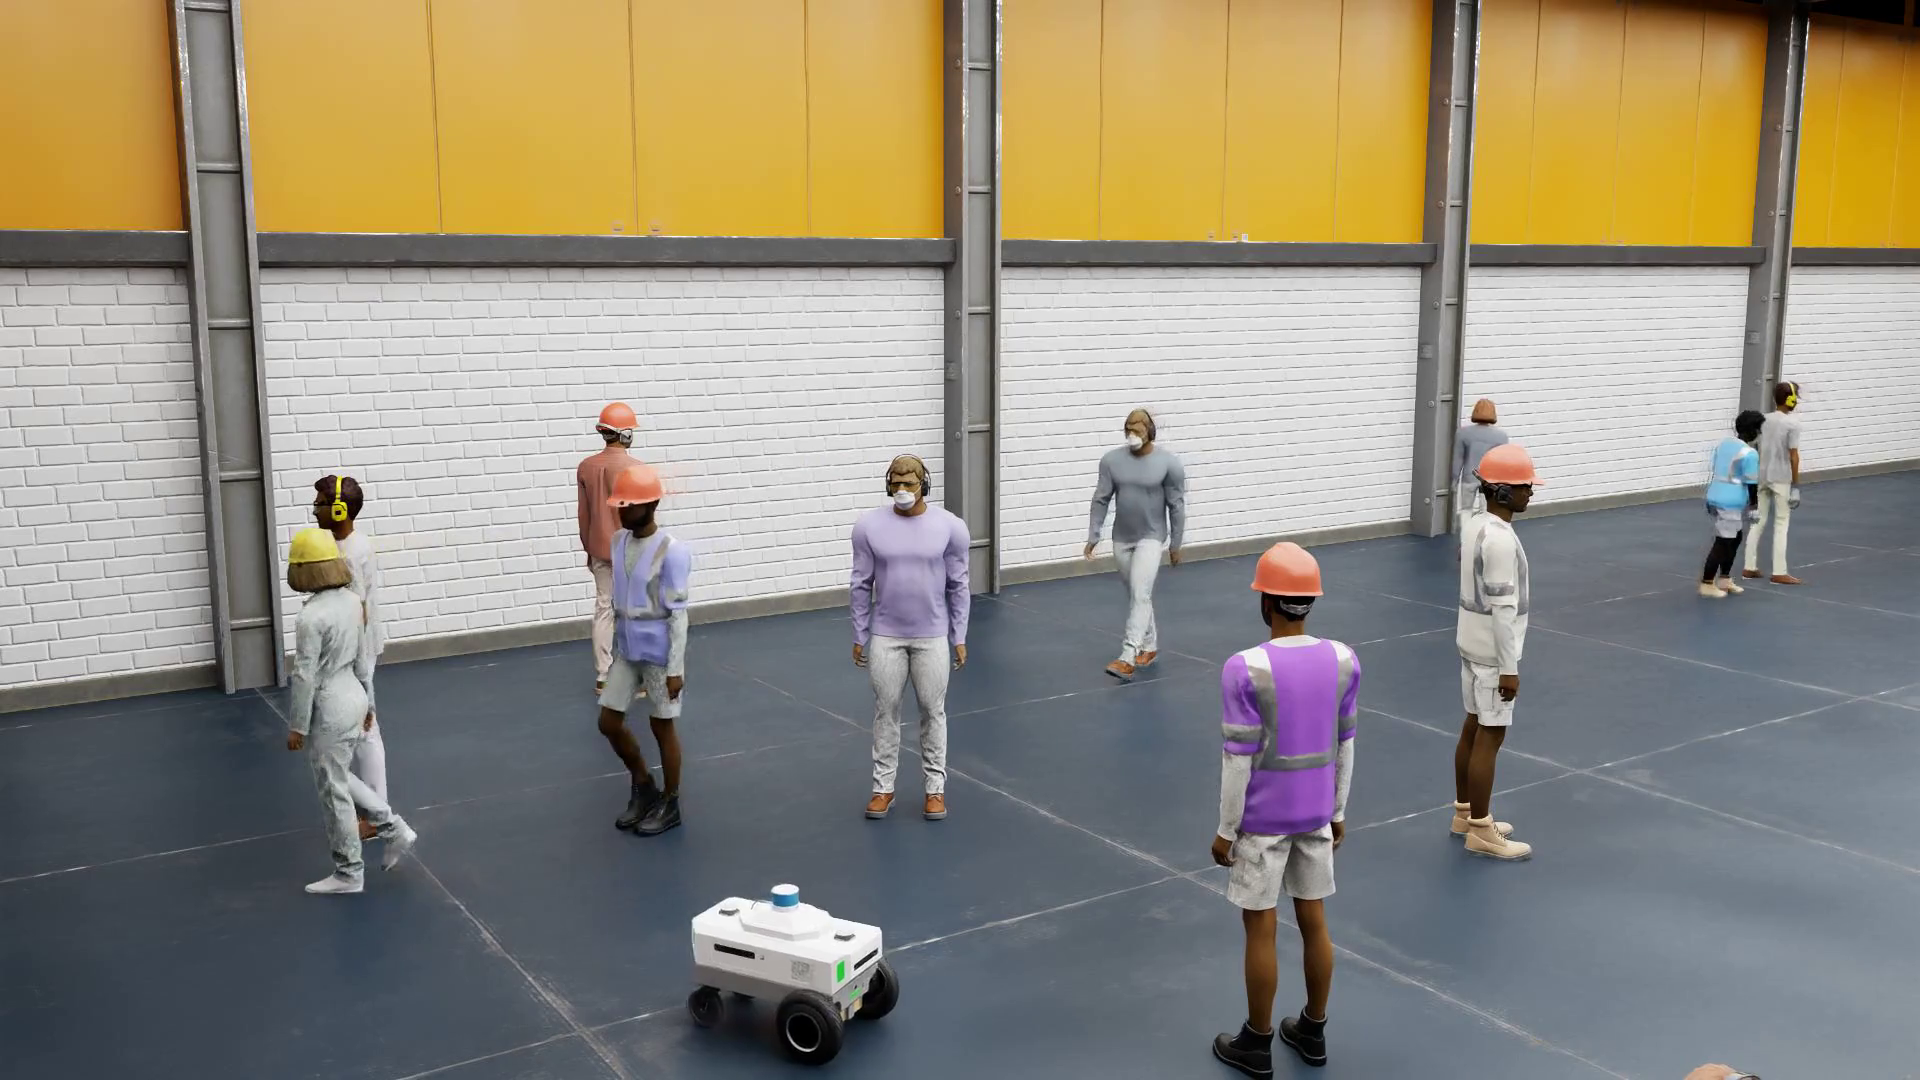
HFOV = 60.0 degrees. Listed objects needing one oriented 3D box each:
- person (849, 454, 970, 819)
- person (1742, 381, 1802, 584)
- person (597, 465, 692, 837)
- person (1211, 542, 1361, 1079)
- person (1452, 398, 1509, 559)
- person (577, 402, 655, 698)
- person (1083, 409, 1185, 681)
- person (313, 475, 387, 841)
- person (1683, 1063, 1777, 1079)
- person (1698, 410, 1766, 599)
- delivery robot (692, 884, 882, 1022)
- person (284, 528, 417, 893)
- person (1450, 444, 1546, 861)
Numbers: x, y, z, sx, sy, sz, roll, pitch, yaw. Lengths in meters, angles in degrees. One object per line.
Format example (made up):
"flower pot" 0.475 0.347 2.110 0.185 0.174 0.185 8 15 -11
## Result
"person" -0.266 0.509 8.746 0.636 1.938 0.358 1 9 5
"person" 7.484 -0.532 15.247 0.325 1.867 0.534 -4 10 -21
"person" -1.596 0.572 8.413 0.566 1.919 0.469 7 12 36
"person" 1.150 0.969 5.982 0.550 1.937 0.357 -4 10 -23
"person" 5.052 -0.566 16.151 0.523 1.621 0.356 4 10 23
"person" -2.289 0.070 11.223 0.610 1.996 0.379 5 11 27
"person" 1.205 0.034 11.732 0.634 1.891 0.982 6 11 33
"person" -3.087 0.597 8.418 0.326 1.874 0.519 -3 10 -17
"person" 1.222 1.652 2.762 0.513 1.641 0.307 -8 12 -38
"person" 6.731 -0.299 14.421 0.583 1.657 0.550 0 9 -2
"delivery robot" -0.663 1.553 6.318 0.707 0.478 0.477 5 10 26
"person" -2.859 0.801 7.651 0.438 1.724 0.482 0 9 2
"person" 2.651 0.544 8.221 0.370 2.044 0.608 1 9 4
